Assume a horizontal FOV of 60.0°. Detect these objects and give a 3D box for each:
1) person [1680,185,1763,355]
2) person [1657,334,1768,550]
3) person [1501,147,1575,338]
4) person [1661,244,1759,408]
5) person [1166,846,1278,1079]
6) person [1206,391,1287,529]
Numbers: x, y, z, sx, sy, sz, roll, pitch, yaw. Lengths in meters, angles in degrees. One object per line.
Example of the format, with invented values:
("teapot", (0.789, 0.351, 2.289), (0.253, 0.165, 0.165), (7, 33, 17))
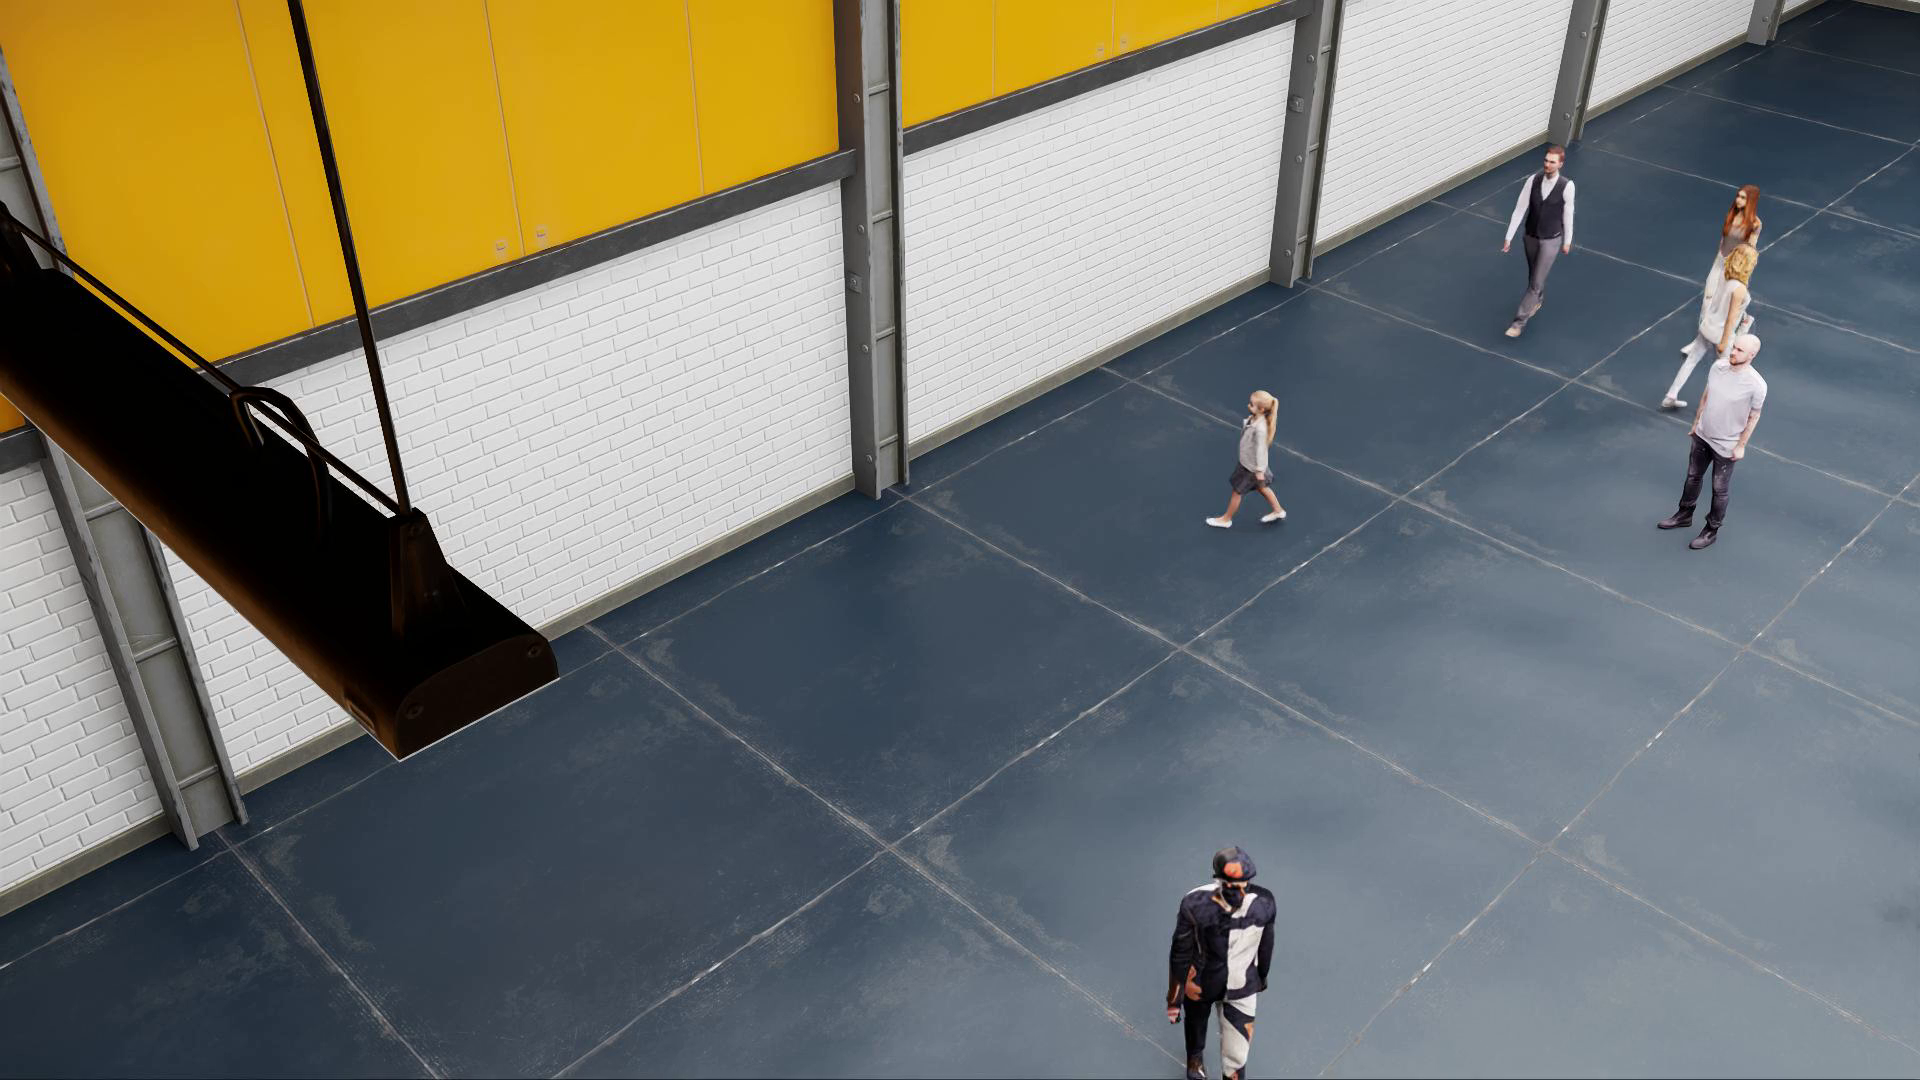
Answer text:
("person", (7.533, -2.606, 16.105), (1.128, 1.699, 0.799), (-16, 37, -23))
("person", (6.076, -0.811, 13.286), (0.698, 1.832, 0.737), (-15, 36, -21))
("person", (5.828, -3.013, 16.549), (0.713, 1.885, 1.219), (27, 42, 34))
("person", (6.795, -1.892, 15.097), (1.142, 1.627, 1.019), (-4, 34, -6))
("person", (1.328, 2.246, 8.669), (1.178, 1.850, 1.237), (0, 34, -1))
("person", (2.460, -0.636, 13.550), (0.910, 1.247, 0.888), (3, 34, 4))
